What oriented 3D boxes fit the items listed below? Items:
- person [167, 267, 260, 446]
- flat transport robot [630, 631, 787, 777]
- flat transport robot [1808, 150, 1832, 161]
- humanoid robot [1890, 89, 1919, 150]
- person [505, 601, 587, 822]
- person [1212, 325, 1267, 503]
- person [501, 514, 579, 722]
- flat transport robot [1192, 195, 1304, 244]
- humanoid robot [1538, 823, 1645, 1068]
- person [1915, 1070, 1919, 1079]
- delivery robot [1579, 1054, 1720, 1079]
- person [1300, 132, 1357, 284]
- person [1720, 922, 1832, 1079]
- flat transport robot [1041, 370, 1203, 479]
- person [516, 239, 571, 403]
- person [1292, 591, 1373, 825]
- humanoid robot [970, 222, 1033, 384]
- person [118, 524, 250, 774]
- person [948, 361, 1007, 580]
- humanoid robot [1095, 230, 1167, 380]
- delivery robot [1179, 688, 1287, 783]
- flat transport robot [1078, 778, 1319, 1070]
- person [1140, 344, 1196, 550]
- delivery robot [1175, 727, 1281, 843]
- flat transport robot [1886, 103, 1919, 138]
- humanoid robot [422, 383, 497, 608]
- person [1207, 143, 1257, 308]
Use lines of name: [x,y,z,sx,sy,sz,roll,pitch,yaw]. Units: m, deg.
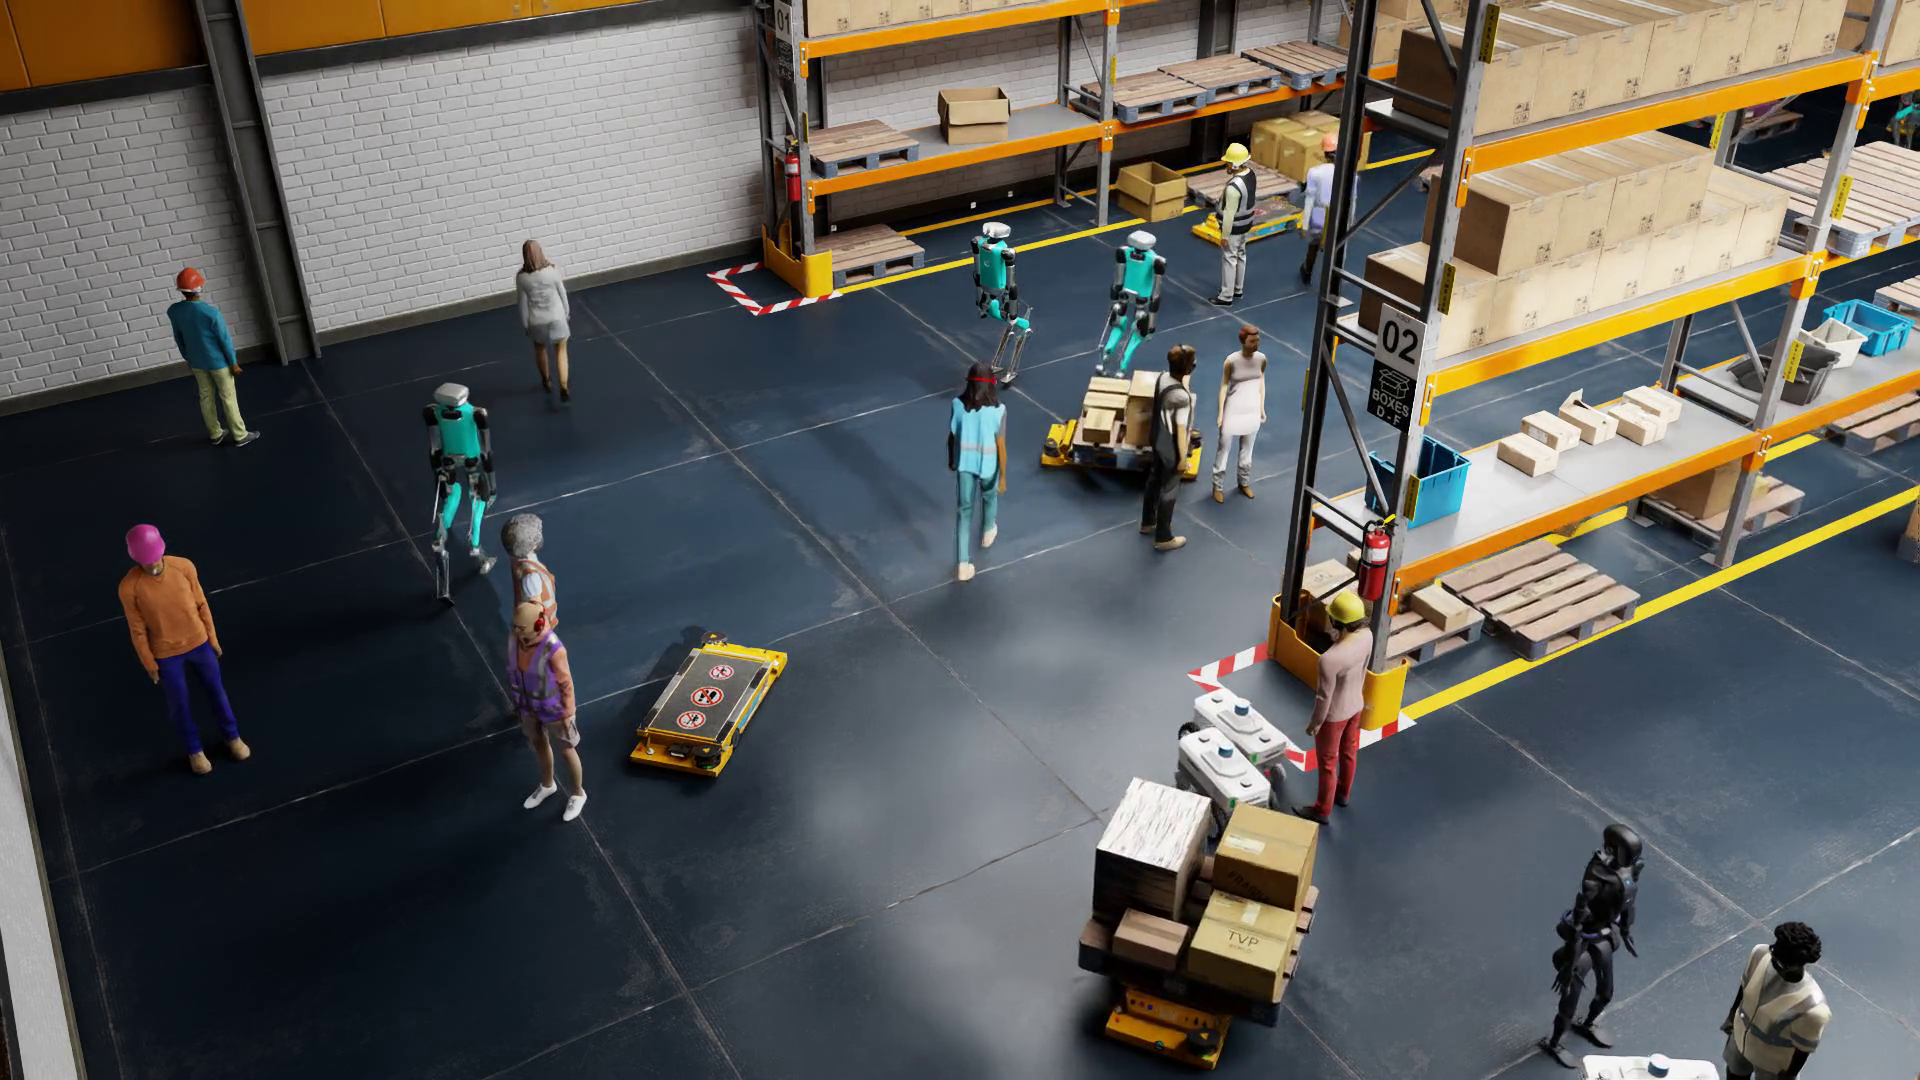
person: [-6.927,-1.687,15.372,0.562,1.755,0.322,6,33,10]
flat transport robot: [-1.822,1.184,12.196,0.659,0.231,1.431,8,33,13]
flat transport robot: [11.949,-4.849,21.817,1.431,0.231,0.659,9,33,14]
humanoid robot: [12.827,-5.959,22.240,0.542,1.813,0.692,-11,34,-17]
person: [-2.739,1.113,10.966,0.492,1.692,0.340,15,35,22]
person: [2.456,-1.108,14.535,0.458,1.663,0.276,-8,33,-13]
person: [-3.005,0.570,11.835,0.311,1.689,0.433,-15,35,-22]
flat transport robot: [3.581,-3.880,20.271,1.431,0.231,0.659,-21,38,-29]
humanoid robot: [3.507,2.231,9.192,0.590,1.649,0.331,-20,37,-29]
person: [5.055,2.728,8.223,0.565,1.882,0.547,-21,38,-30]
delivery robot: [3.724,3.018,8.993,0.772,0.586,0.499,2,32,3]
person: [4.026,-3.519,18.209,0.561,1.858,1.119,3,32,5]
person: [4.145,2.615,8.575,0.320,1.692,0.534,-9,33,-14]
flat transport robot: [1.515,-0.861,15.457,1.431,0.231,0.659,6,33,10]
person: [-4.035,-2.125,16.174,0.487,1.632,0.698,-7,33,-11]
person: [2.459,1.098,10.922,0.524,1.768,0.326,-26,41,-35]
humanoid robot: [0.486,-2.385,16.379,0.533,1.677,0.735,27,41,36]
person: [-5.325,0.727,11.329,0.517,1.973,0.401,-24,40,-33]
person: [0.128,-0.598,13.580,0.522,1.816,0.997,7,33,10]
humanoid robot: [1.571,-2.031,15.936,0.543,1.788,0.692,22,38,30]
delivery robot: [1.936,1.371,11.645,0.499,0.613,0.811,-18,36,-26]
flat transport robot: [1.415,2.529,10.050,0.659,0.231,1.431,13,34,20]
person: [1.754,-0.783,13.864,0.340,1.837,0.500,-11,34,-16]
delivery robot: [1.789,1.633,11.219,0.499,0.605,0.781,-14,35,-21]
flat transport robot: [13.817,-5.775,23.293,1.431,0.231,0.659,18,36,27]
humanoid robot: [-4.024,-0.280,13.192,0.530,1.776,1.013,4,32,6]
person: [2.970,-3.418,18.075,0.403,1.825,0.589,17,36,26]
